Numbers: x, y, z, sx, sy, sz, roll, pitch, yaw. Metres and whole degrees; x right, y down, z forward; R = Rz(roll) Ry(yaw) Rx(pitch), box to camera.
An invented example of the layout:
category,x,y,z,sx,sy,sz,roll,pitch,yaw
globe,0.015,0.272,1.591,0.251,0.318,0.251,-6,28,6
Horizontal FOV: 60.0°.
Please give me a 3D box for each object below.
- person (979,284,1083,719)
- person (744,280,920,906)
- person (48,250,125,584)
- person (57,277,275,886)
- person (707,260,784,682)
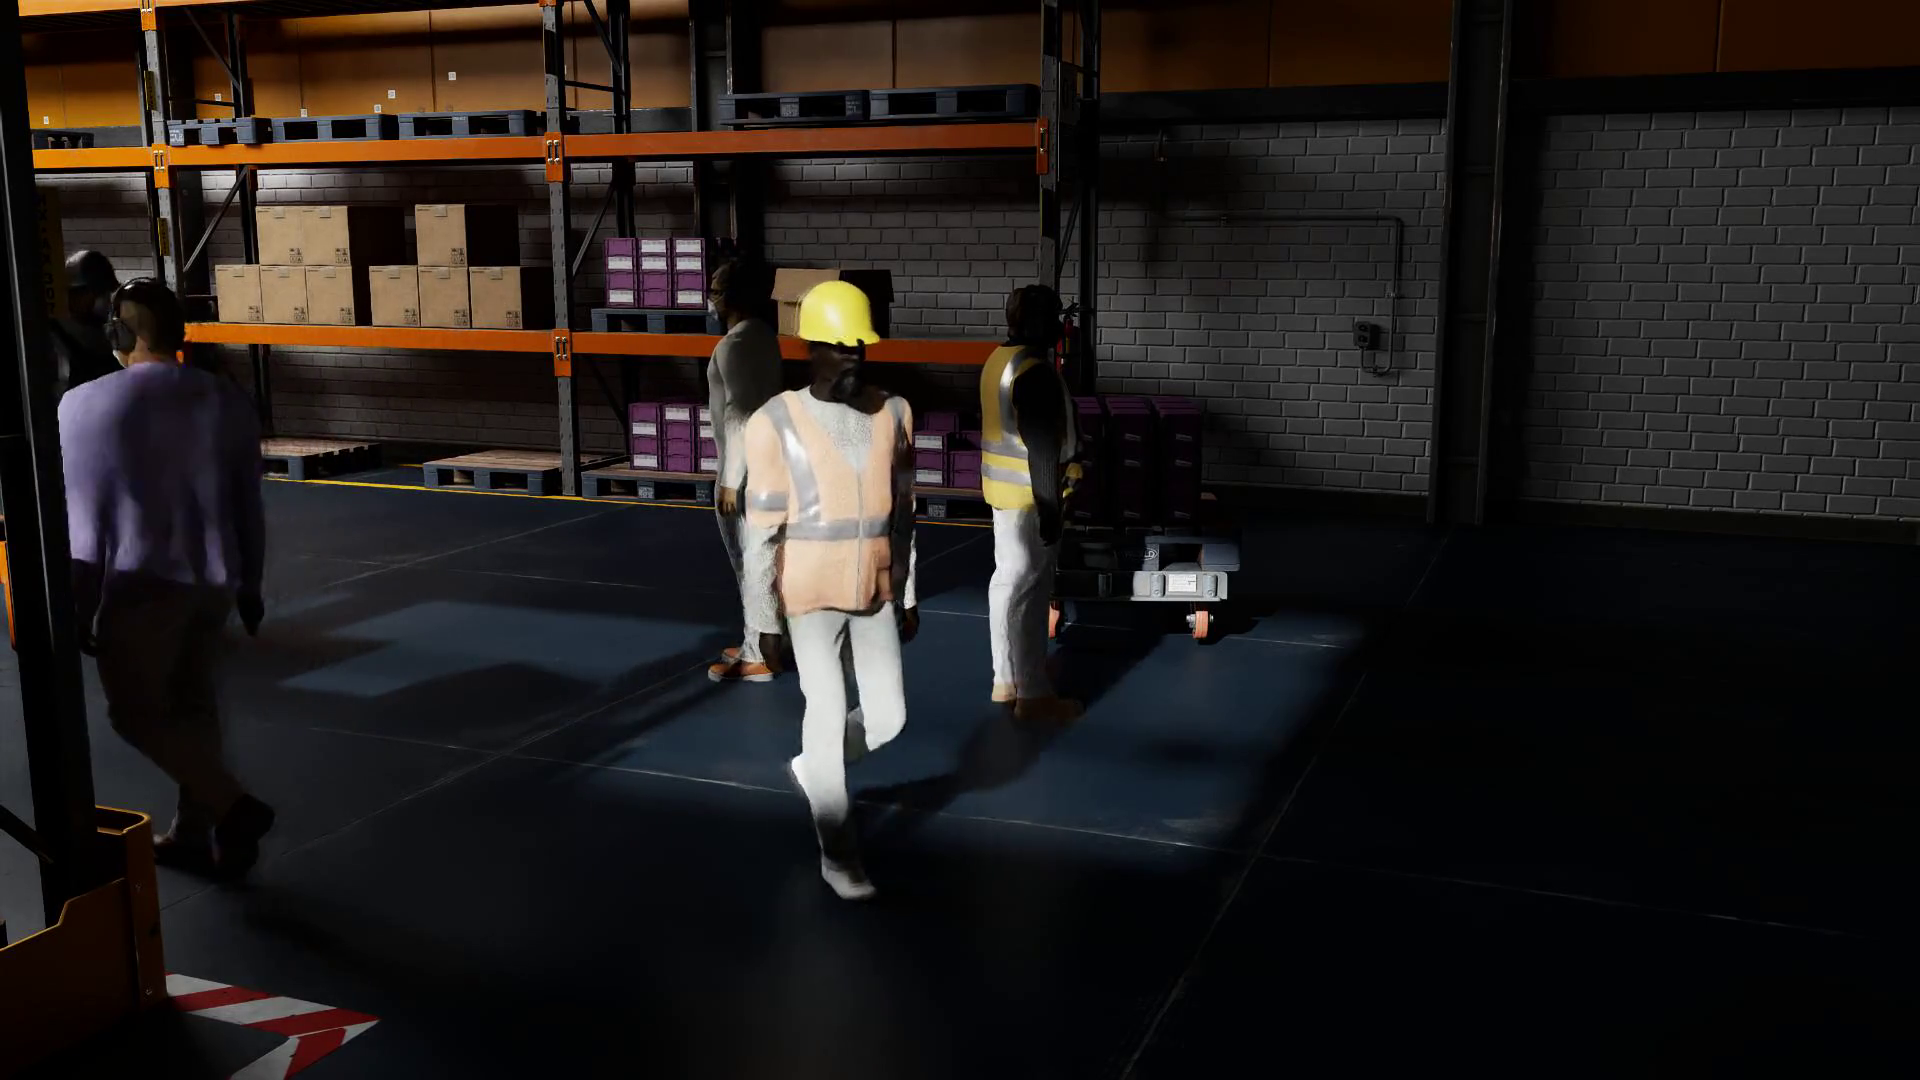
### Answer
category,x,y,z,sx,sy,sz,roll,pitch,yaw
person,0.309,-0.165,7.136,0.429,1.845,0.622,-3,11,-16
person,-0.406,0.151,5.179,0.599,1.906,0.538,-7,12,-34
person,-4.454,-0.528,8.600,1.034,2.000,0.698,4,11,22
person,-2.395,0.155,5.135,0.673,1.919,0.634,6,12,29
person,-0.993,-0.313,7.685,0.356,1.938,0.637,1,10,6
